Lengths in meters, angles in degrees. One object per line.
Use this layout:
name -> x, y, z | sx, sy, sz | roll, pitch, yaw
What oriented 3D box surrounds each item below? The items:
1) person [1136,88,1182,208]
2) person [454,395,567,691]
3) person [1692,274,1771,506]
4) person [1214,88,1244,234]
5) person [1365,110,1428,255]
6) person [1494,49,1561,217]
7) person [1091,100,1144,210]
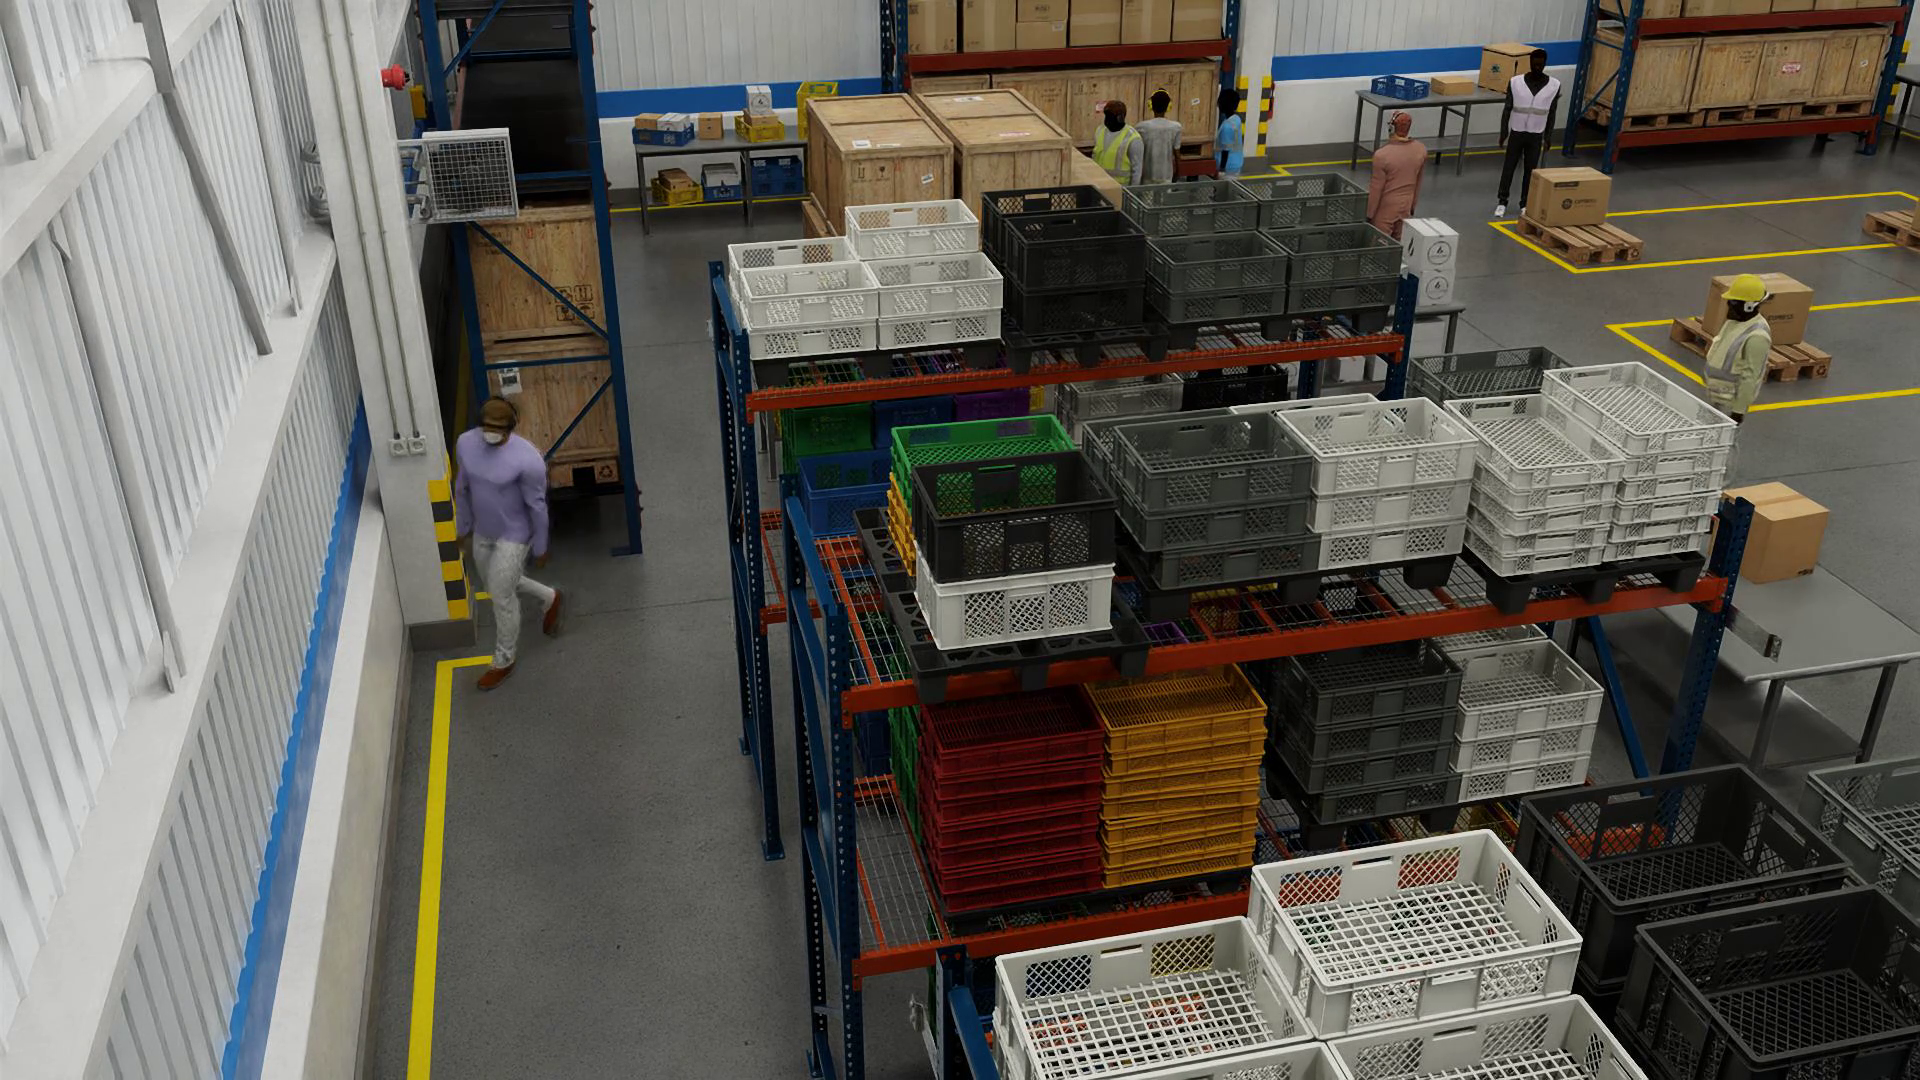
person -> 2.070, -3.809, 17.552 | 0.518, 1.862, 0.328 | 1, 28, 2
person -> -2.820, -0.052, 10.384 | 0.644, 1.900, 0.832 | 16, 32, 27
person -> 5.760, -1.110, 12.473 | 0.403, 1.824, 0.599 | 2, 28, 5
person -> 2.950, -4.114, 18.311 | 0.323, 1.688, 0.536 | 8, 29, 14
person -> 4.274, -3.310, 16.556 | 0.642, 1.908, 0.410 | -14, 31, -25
person -> 6.517, -4.680, 19.144 | 0.597, 1.916, 0.383 | 5, 28, 10
person -> 1.577, -3.624, 17.221 | 0.429, 1.841, 0.633 | -23, 36, -37
